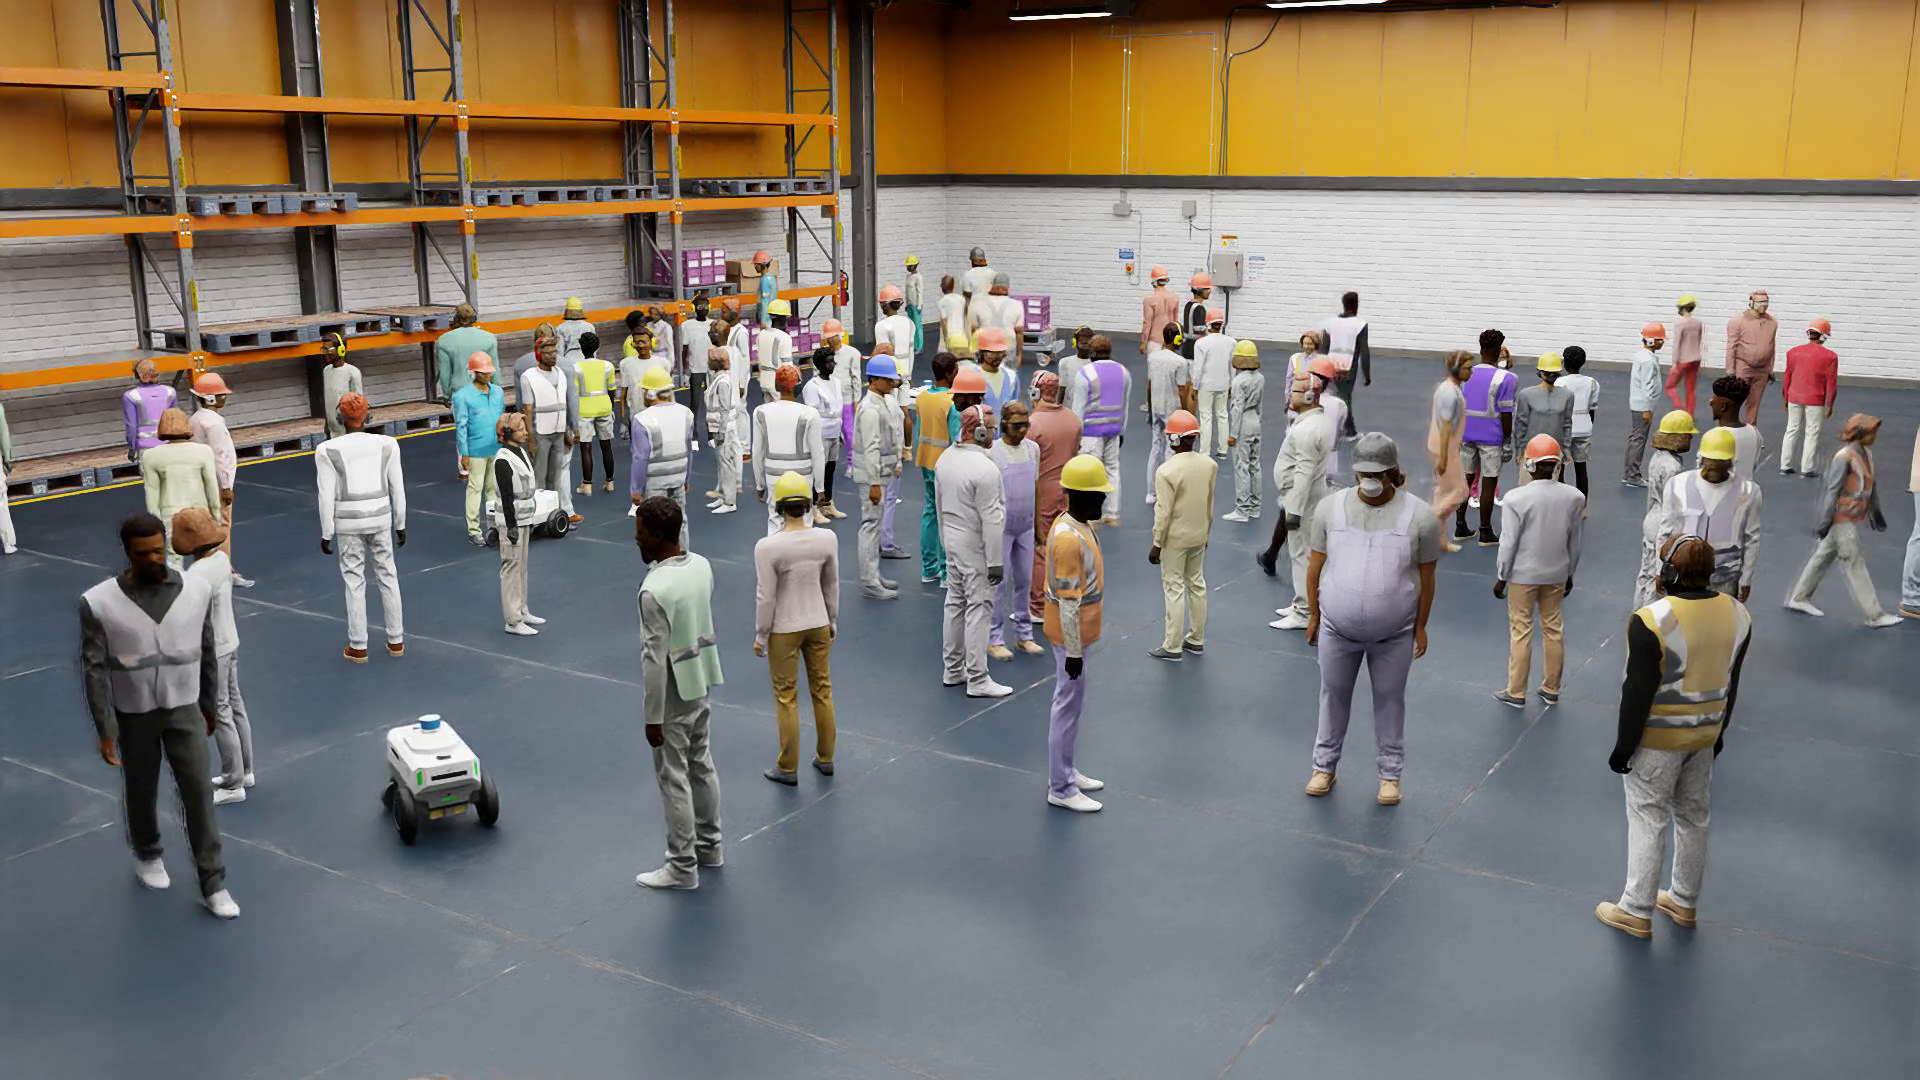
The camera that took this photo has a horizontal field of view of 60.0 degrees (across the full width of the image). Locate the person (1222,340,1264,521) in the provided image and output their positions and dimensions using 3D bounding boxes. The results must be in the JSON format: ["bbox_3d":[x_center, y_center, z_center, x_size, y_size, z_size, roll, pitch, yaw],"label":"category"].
[{"bbox_3d":[2.730,-1.054,16.029,0.315,1.742,0.492,11,17,39],"label":"person"}]

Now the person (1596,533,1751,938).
[{"bbox_3d":[3.177,0.872,7.458,0.633,1.843,0.429,-5,14,-21],"label":"person"}]

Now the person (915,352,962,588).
[{"bbox_3d":[-0.147,-0.570,13.543,0.392,1.920,0.587,-9,16,-35],"label":"person"}]

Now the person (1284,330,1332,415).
[{"bbox_3d":[3.746,-1.442,17.948,0.514,1.637,0.310,9,16,34],"label":"person"}]

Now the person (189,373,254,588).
[{"bbox_3d":[-6.032,-0.485,13.535,0.327,1.753,0.561,-10,16,-38],"label":"person"}]

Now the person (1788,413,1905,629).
[{"bbox_3d":[6.679,-0.149,12.426,0.855,1.589,0.508,12,17,41],"label":"person"}]

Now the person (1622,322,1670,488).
[{"bbox_3d":[7.299,-1.440,17.682,0.340,1.749,0.572,3,13,14],"label":"person"}]

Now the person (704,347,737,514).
[{"bbox_3d":[-2.352,-1.082,16.380,0.307,1.641,0.511,-4,13,-15],"label":"person"}]

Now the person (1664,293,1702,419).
[{"bbox_3d":[9.317,-2.291,21.400,0.536,1.746,0.444,-6,14,-25],"label":"person"}]

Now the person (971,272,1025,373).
[{"bbox_3d":[0.484,-2.486,21.591,0.701,2.000,0.811,2,13,8],"label":"person"}]

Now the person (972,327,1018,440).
[{"bbox_3d":[0.262,-0.808,14.302,0.605,2.045,0.380,-8,15,-31],"label":"person"}]

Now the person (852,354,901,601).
[{"bbox_3d":[-0.660,-0.505,13.206,0.402,1.944,0.605,0,13,1],"label":"person"}]

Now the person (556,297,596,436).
[{"bbox_3d":[-4.808,-2.170,20.872,0.492,1.742,0.323,-5,14,-20],"label":"person"}]

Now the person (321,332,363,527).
[{"bbox_3d":[-5.779,-1.010,15.564,0.534,1.869,0.315,8,15,31],"label":"person"}]

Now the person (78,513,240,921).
[{"bbox_3d":[-3.720,0.803,7.734,0.600,1.887,0.891,-11,17,-39],"label":"person"}]

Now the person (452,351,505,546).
[{"bbox_3d":[-4.293,-0.835,15.056,0.336,1.749,0.575,8,15,31],"label":"person"}]

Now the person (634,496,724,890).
[{"bbox_3d":[-1.341,0.730,7.938,0.385,1.910,0.592,4,14,16],"label":"person"}]

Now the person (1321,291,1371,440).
[{"bbox_3d":[4.668,-2.087,20.239,0.996,1.876,0.593,-11,17,-39],"label":"person"}]

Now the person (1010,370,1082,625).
[{"bbox_3d":[0.618,-0.321,12.492,0.409,1.907,0.651,11,17,40],"label":"person"}]

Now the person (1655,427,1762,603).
[{"bbox_3d":[4.691,0.187,10.471,0.593,1.826,0.403,6,14,26],"label":"person"}]

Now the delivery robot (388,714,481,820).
[{"bbox_3d":[-2.787,1.166,8.799,0.477,0.478,0.707,-7,15,-29],"label":"delivery robot"}]

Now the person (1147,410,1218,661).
[{"bbox_3d":[1.530,-0.033,11.577,0.561,1.752,0.327,-11,17,-39],"label":"person"}]

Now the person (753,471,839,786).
[{"bbox_3d":[-0.916,0.490,9.284,0.535,1.766,0.310,-9,16,-35],"label":"person"}]

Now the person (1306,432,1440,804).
[{"bbox_3d":[2.196,0.422,8.974,0.689,2.000,0.539,5,14,19],"label":"person"}]

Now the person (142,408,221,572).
[{"bbox_3d":[-5.838,-0.182,12.515,0.503,1.628,0.276,-5,14,-20],"label":"person"}]

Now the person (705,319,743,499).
[{"bbox_3d":[-2.427,-1.339,17.040,0.338,1.845,0.514,6,14,23],"label":"person"}]

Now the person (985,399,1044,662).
[{"bbox_3d":[0.359,-0.071,11.570,0.511,1.838,0.351,-9,16,-34],"label":"person"}]

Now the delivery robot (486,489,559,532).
[{"bbox_3d":[-3.981,-0.295,15.134,0.477,0.478,0.707,6,14,24],"label":"delivery robot"}]

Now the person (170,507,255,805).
[{"bbox_3d":[-4.052,0.621,9.004,0.268,1.632,0.508,-2,13,-8],"label":"person"}]

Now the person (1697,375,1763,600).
[{"bbox_3d":[5.378,-0.187,11.779,0.605,1.966,0.367,-10,17,-38],"label":"person"}]

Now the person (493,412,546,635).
[{"bbox_3d":[-3.264,-0.125,12.229,0.307,1.641,0.513,-1,13,-2],"label":"person"}]

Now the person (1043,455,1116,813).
[{"bbox_3d":[0.637,0.489,8.934,0.373,1.925,0.595,2,13,7],"label":"person"}]

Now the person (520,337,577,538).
[{"bbox_3d":[-3.831,-0.965,15.415,0.394,1.846,0.564,6,14,26],"label":"person"}]

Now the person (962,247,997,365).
[{"bbox_3d":[0.258,-3.729,26.981,0.682,2.000,0.538,-10,16,-38],"label":"person"}]

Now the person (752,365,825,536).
[{"bbox_3d":[-1.328,-0.433,13.028,0.587,1.882,0.342,4,14,16],"label":"person"}]

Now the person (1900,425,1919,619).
[{"bbox_3d":[7.431,-0.398,12.629,0.388,1.996,0.612,9,16,34],"label":"person"}]

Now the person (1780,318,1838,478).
[{"bbox_3d":[9.296,-1.551,18.192,0.349,1.740,0.575,-10,16,-37],"label":"person"}]

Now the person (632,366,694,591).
[{"bbox_3d":[-2.399,-0.481,13.352,0.404,1.832,0.590,10,16,37],"label":"person"}]

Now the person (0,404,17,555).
[{"bbox_3d":[-8.560,-0.651,14.511,0.523,1.638,0.310,-10,16,-36],"label":"person"}]
